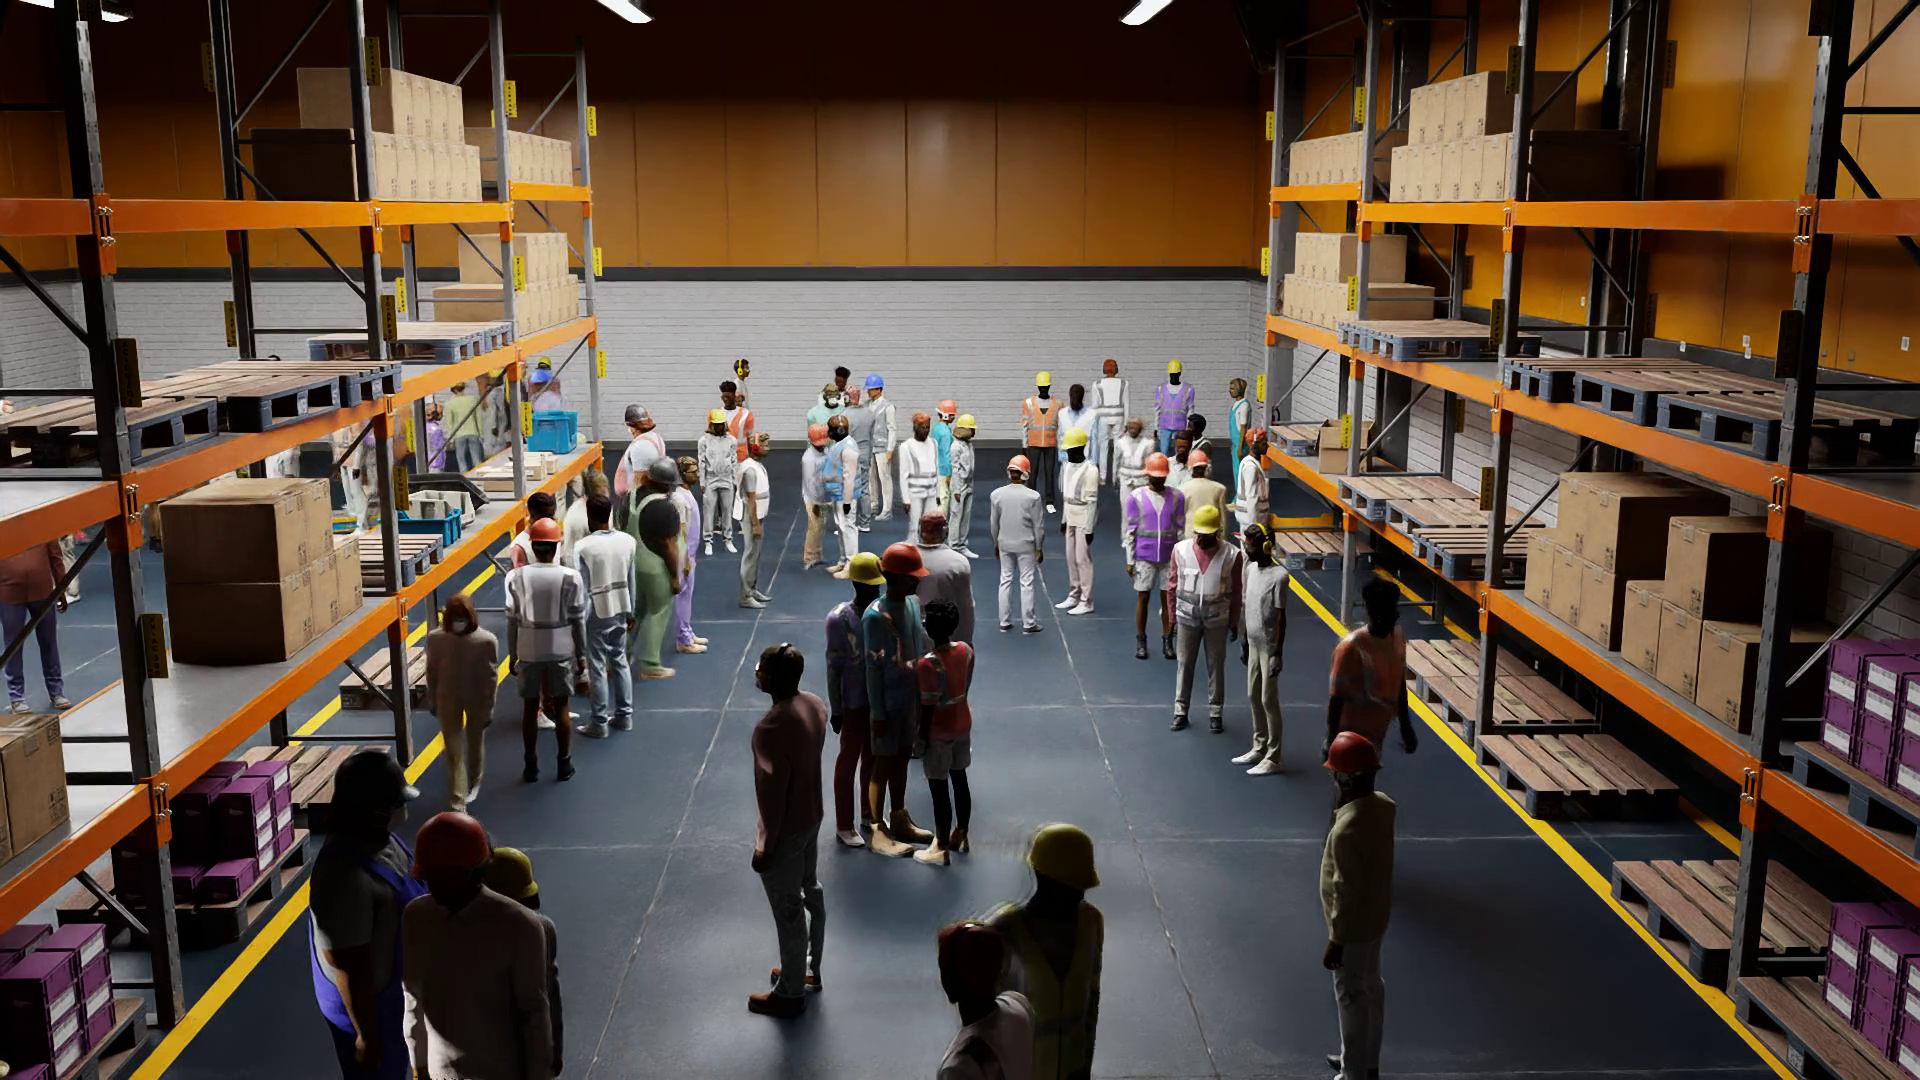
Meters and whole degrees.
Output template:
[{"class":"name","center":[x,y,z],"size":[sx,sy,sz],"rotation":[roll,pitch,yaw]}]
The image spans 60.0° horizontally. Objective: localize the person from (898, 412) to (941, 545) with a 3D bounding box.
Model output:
[{"class":"person","center":[-0.399,-0.488,18.503],"size":[0.626,1.876,0.477],"rotation":[-11,16,-43]}]

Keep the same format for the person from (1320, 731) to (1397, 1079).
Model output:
[{"class":"person","center":[1.800,1.733,7.674],"size":[0.339,1.747,0.564],"rotation":[7,13,32]}]

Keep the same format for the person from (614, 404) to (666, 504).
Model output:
[{"class":"person","center":[-3.467,-0.471,17.996],"size":[0.535,2.000,0.674],"rotation":[2,11,8]}]

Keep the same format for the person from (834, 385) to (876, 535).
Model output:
[{"class":"person","center":[-1.359,-1.002,20.997],"size":[0.410,1.909,0.642],"rotation":[9,14,39]}]

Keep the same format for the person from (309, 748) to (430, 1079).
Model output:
[{"class":"person","center":[-2.274,1.797,6.622],"size":[0.535,2.000,0.688],"rotation":[-2,12,-12]}]

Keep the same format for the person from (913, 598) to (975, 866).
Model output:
[{"class":"person","center":[-0.108,1.200,10.478],"size":[0.320,1.698,0.531],"rotation":[7,13,32]}]

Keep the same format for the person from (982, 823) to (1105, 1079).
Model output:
[{"class":"person","center":[0.255,1.935,6.272],"size":[0.597,1.905,0.665],"rotation":[-7,13,-31]}]

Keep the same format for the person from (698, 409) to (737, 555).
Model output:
[{"class":"person","center":[-2.881,-0.695,19.867],"size":[0.487,1.744,0.294],"rotation":[-5,12,-24]}]

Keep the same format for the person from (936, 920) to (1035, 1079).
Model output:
[{"class":"person","center":[0.068,2.124,5.375],"size":[0.337,1.881,0.584],"rotation":[4,12,20]}]

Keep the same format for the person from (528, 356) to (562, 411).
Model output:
[{"class":"person","center":[-6.672,-2.078,26.780],"size":[0.534,1.757,0.337],"rotation":[-1,11,-5]}]

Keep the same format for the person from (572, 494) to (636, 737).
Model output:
[{"class":"person","center":[-2.770,0.588,13.029],"size":[0.402,1.908,0.597],"rotation":[8,14,34]}]

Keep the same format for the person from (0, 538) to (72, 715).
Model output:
[{"class":"person","center":[-7.609,0.445,13.549],"size":[0.614,1.987,0.408],"rotation":[-10,15,-42]}]

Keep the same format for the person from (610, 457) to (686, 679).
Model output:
[{"class":"person","center":[-2.695,0.205,14.603],"size":[0.780,2.000,0.570],"rotation":[11,16,44]}]

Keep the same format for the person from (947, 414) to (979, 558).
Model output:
[{"class":"person","center":[0.055,-0.608,19.461],"size":[0.322,1.737,0.487],"rotation":[5,12,24]}]

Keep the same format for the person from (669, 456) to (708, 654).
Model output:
[{"class":"person","center":[-2.536,0.132,15.461],"size":[0.341,1.846,0.510],"rotation":[-1,11,-5]}]

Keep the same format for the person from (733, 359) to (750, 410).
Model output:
[{"class":"person","center":[-3.273,-1.785,25.010],"size":[0.328,1.874,0.521],"rotation":[-1,11,-7]}]

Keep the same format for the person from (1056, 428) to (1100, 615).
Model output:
[{"class":"person","center":[1.196,-0.195,16.923],"size":[0.403,1.916,0.594],"rotation":[-5,12,-22]}]

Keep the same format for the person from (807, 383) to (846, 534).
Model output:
[{"class":"person","center":[-1.625,-1.039,21.129],"size":[0.629,1.931,0.376],"rotation":[-2,12,-12]}]

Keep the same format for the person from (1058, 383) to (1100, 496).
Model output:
[{"class":"person","center":[1.503,-1.054,21.280],"size":[0.595,1.904,0.444],"rotation":[6,13,29]}]

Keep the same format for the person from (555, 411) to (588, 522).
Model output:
[{"class":"person","center":[-4.869,-0.788,20.630],"size":[0.511,1.626,0.279],"rotation":[-6,13,-26]}]

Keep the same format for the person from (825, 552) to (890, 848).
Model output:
[{"class":"person","center":[-0.608,1.018,10.813],"size":[0.379,1.925,0.594],"rotation":[10,15,41]}]

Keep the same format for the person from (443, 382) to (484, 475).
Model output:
[{"class":"person","center":[-7.108,-1.496,23.879],"size":[0.548,1.738,0.527],"rotation":[-8,14,-35]}]

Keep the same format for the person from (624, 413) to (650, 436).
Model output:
[{"class":"person","center":[-3.520,-0.518,18.525],"size":[0.389,1.929,0.547],"rotation":[-3,12,-13]}]

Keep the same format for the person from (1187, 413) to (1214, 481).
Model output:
[{"class":"person","center":[2.855,-0.673,19.901],"size":[0.322,1.690,0.537],"rotation":[-3,12,-16]}]

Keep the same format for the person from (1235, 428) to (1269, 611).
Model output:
[{"class":"person","center":[3.003,-0.205,17.062],"size":[0.356,1.883,0.572],"rotation":[1,11,6]}]

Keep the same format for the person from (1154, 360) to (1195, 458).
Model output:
[{"class":"person","center":[3.115,-1.665,24.267],"size":[0.587,1.928,0.363],"rotation":[3,12,14]}]

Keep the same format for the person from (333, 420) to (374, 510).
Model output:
[{"class":"person","center":[-8.221,-1.353,22.507],"size":[0.655,2.013,0.621],"rotation":[6,13,27]}]

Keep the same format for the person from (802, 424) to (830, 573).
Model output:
[{"class":"person","center":[-1.603,-0.493,18.959],"size":[0.335,1.702,0.655],"rotation":[3,12,13]}]

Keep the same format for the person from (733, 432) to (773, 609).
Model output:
[{"class":"person","center":[-2.144,-0.209,17.210],"size":[0.389,1.836,0.560],"rotation":[0,11,2]}]

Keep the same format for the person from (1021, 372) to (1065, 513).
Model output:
[{"class":"person","center":[1.124,-1.317,22.517],"size":[0.585,1.928,0.370],"rotation":[0,11,0]}]

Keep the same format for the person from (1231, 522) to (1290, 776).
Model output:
[{"class":"person","center":[2.201,0.789,12.155],"size":[0.347,1.856,0.529],"rotation":[-4,12,-21]}]

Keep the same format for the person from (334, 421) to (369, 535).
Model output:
[{"class":"person","center":[-7.672,-0.984,20.868],"size":[0.378,1.926,0.605],"rotation":[-10,15,-41]}]

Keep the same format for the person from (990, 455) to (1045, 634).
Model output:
[{"class":"person","center":[0.572,0.043,16.158],"size":[0.563,1.743,0.337],"rotation":[6,13,27]}]
